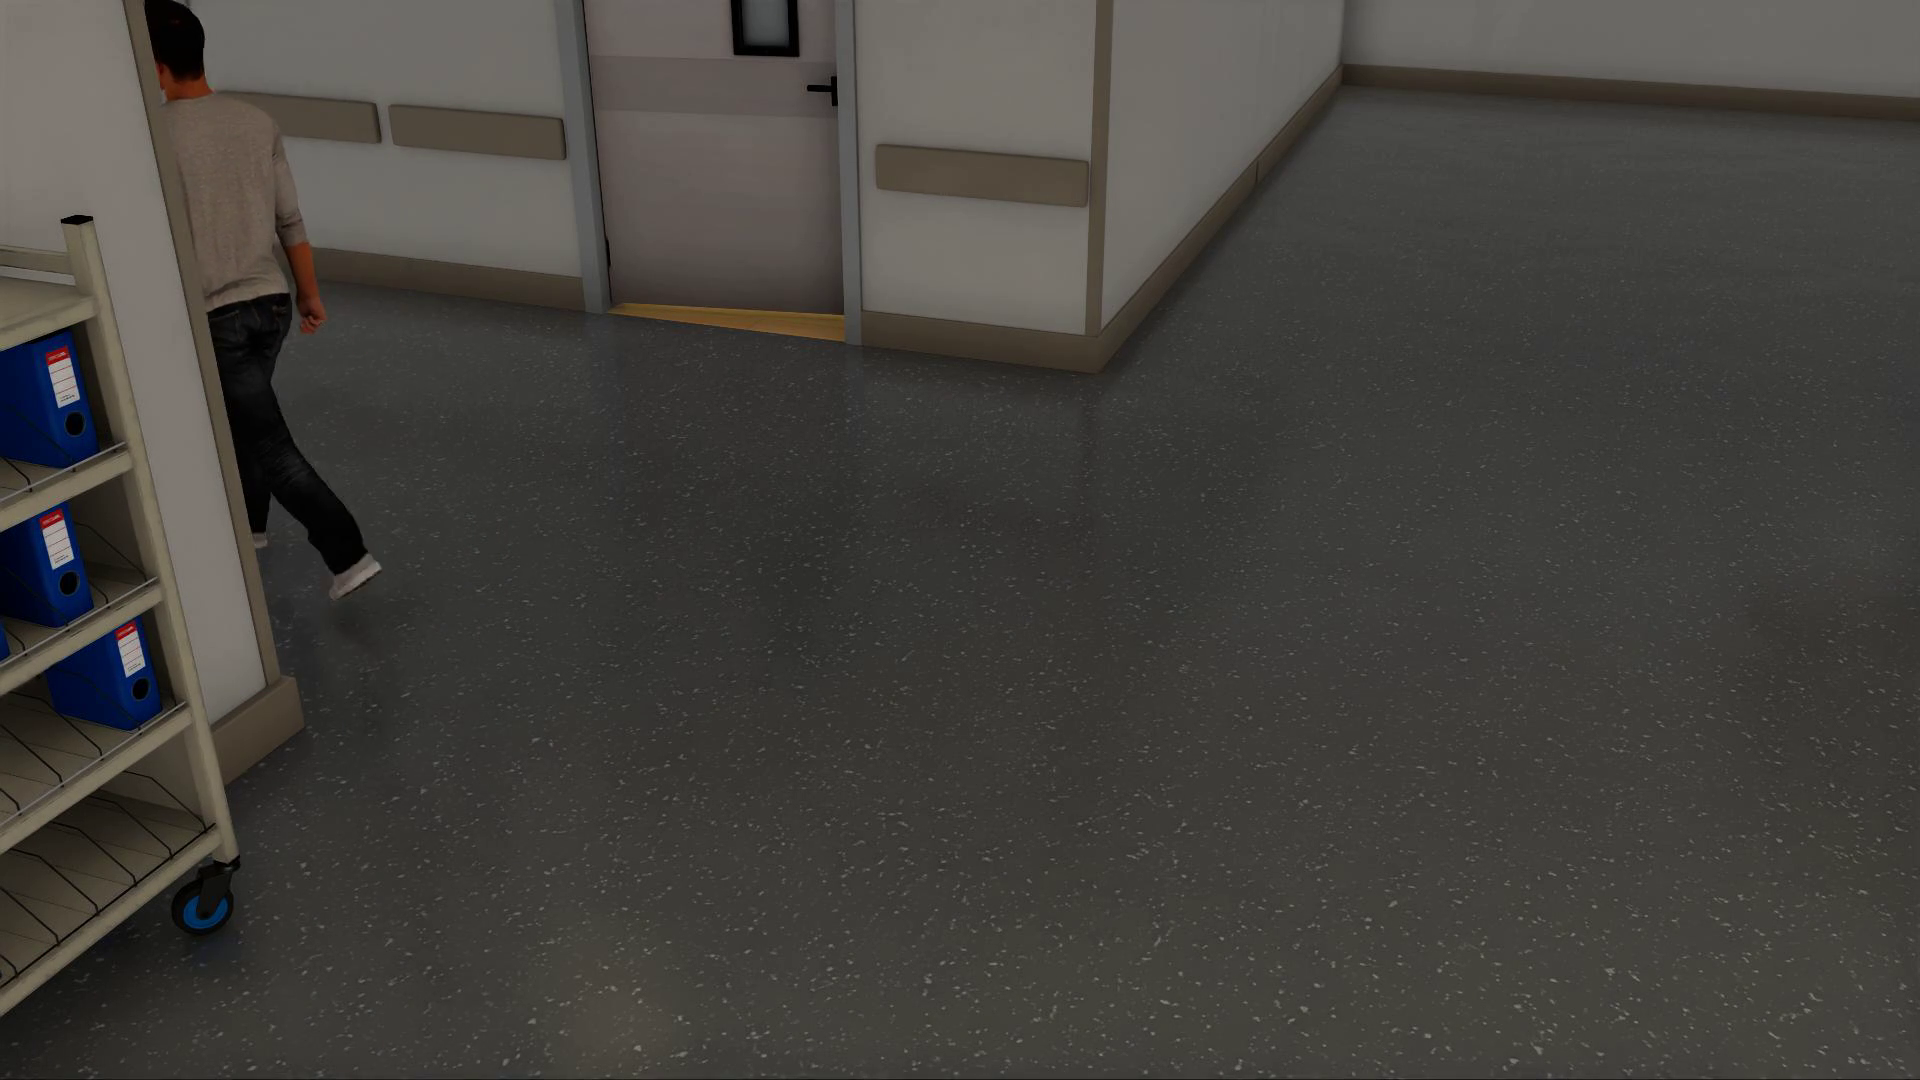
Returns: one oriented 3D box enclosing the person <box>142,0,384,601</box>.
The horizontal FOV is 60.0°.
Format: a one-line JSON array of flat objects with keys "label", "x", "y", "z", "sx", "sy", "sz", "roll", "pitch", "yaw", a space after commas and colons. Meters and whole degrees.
[{"label": "person", "x": -2.095, "y": -0.634, "z": 4.911, "sx": 0.928, "sy": 1.764, "sz": 1.218, "roll": 18, "pitch": 31, "yaw": 33}]
